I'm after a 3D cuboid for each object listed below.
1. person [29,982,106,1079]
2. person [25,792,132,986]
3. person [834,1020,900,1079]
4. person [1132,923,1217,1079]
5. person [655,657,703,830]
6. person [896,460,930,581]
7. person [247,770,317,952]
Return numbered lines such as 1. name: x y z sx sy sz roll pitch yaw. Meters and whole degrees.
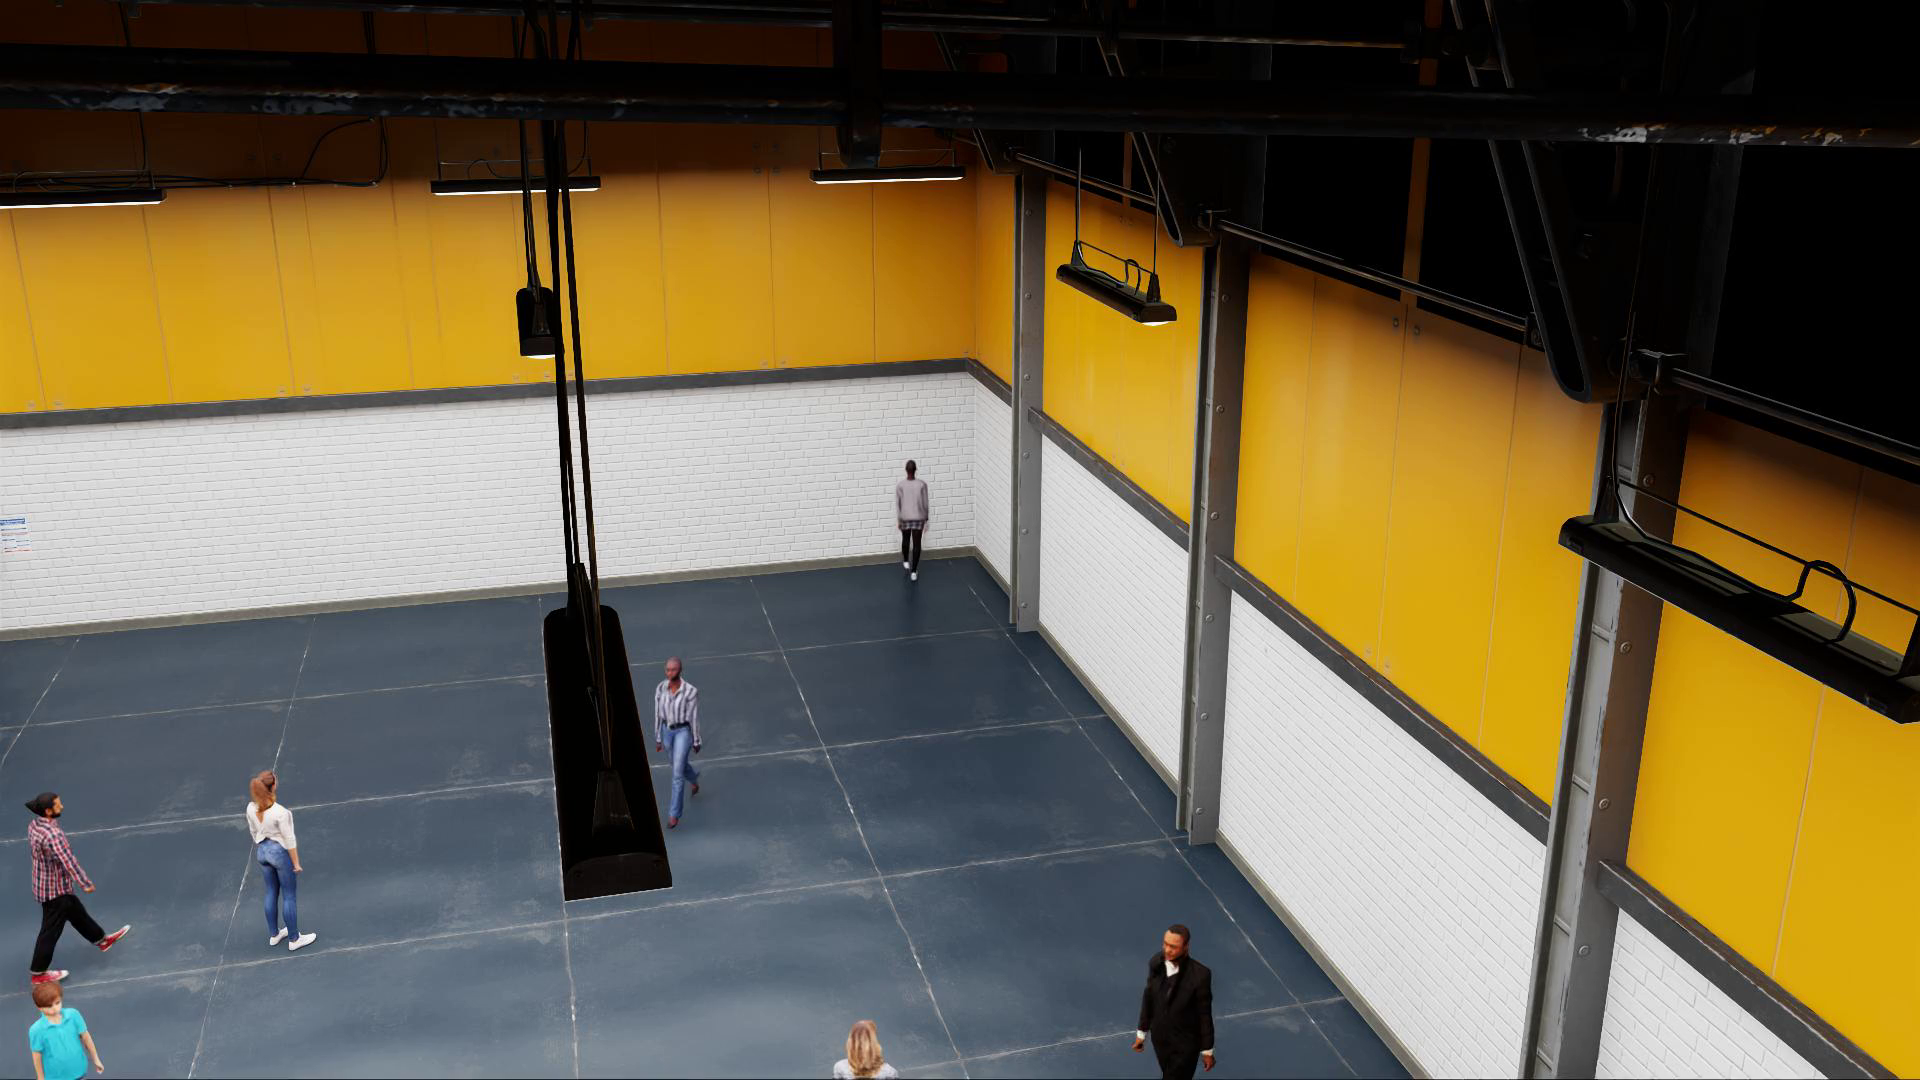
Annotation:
1. person: -6.621 3.871 12.257 1.010 1.411 0.902 13 23 34
2. person: -7.864 3.017 14.290 1.065 1.732 1.163 -17 25 -40
3. person: -0.623 4.026 11.196 0.658 1.794 0.646 4 19 11
4. person: 1.655 3.637 12.216 1.022 1.882 0.992 -16 24 -40
5. person: -2.885 2.025 17.186 1.009 1.764 1.199 6 19 16
6. person: -0.677 -0.271 24.028 0.801 1.748 1.045 0 19 0
7. person: -6.099 2.842 14.833 0.696 1.718 0.734 8 20 23
